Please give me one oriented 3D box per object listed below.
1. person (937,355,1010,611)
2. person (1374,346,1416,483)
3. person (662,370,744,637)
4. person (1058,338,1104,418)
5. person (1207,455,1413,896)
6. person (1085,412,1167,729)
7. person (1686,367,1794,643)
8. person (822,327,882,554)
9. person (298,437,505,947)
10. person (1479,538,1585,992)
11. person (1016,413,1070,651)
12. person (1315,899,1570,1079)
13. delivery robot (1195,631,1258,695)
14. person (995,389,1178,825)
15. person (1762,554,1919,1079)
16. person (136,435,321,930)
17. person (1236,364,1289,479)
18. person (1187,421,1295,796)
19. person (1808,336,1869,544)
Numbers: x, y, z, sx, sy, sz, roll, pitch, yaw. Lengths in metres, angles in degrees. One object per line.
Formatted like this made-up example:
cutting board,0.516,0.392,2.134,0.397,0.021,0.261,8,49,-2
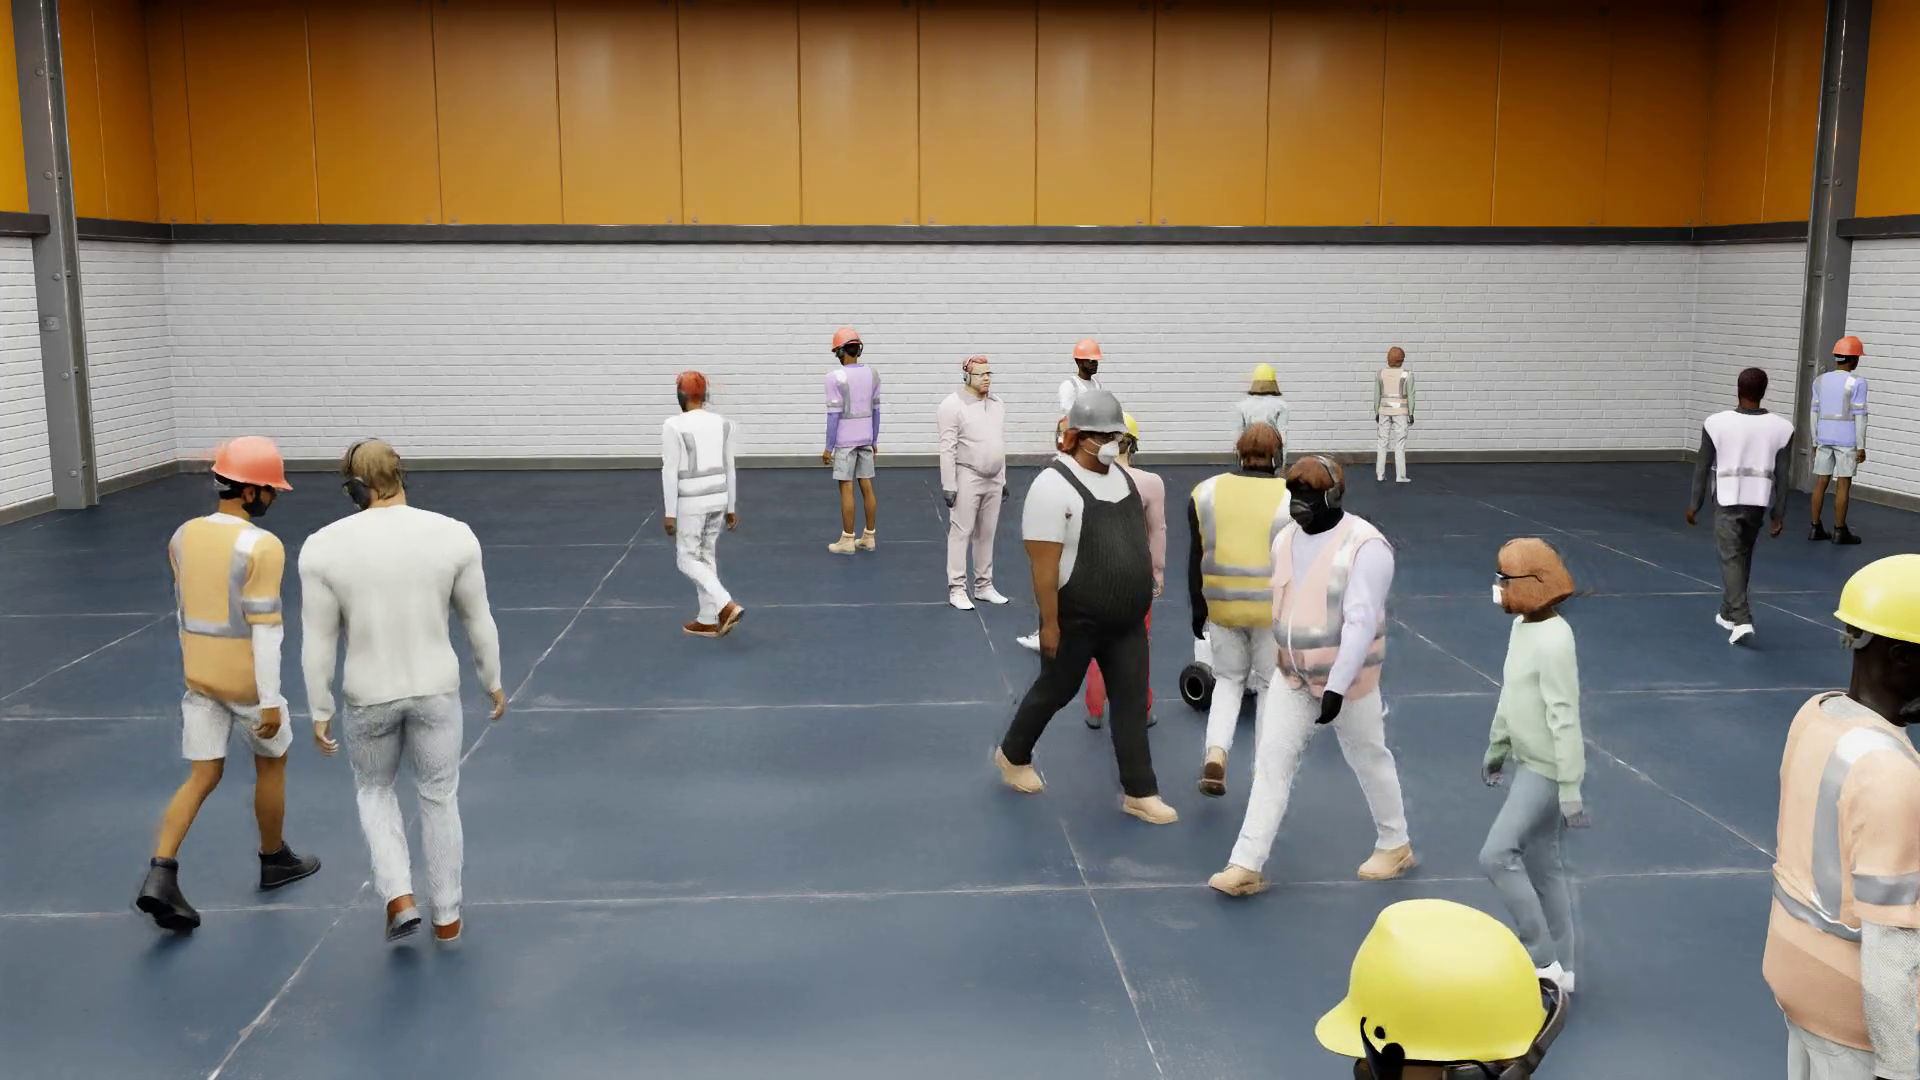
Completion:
person,0.132,-0.437,12.521,0.651,1.907,0.409,-9,12,-43
person,5.228,-1.503,20.035,0.515,1.645,0.308,7,11,36
person,-1.717,-0.222,11.313,0.605,1.860,0.615,8,12,40
person,1.115,-0.829,14.882,0.375,1.939,0.546,8,12,40
person,1.481,0.550,6.729,0.991,1.793,0.620,-7,11,-36
person,0.871,0.175,9.148,0.523,1.760,0.325,2,9,11
person,5.381,-0.248,11.432,0.594,1.880,0.963,1,9,6
person,-0.990,-0.887,14.953,0.605,2.033,0.391,-8,12,-43
person,-2.045,0.573,6.146,0.690,1.919,0.438,-3,10,-19
person,1.952,0.797,5.685,0.441,1.615,0.543,1,9,7
person,0.733,-0.057,11.126,0.869,1.579,0.524,-5,10,-28
person,0.590,1.297,2.082,0.330,1.765,0.533,0,9,3
delivery robot,1.685,0.673,9.490,0.477,0.478,0.707,-8,12,-40
person,0.561,0.256,7.754,0.691,2.000,0.988,-8,12,-41
person,1.933,0.980,3.572,0.369,1.924,0.586,2,9,11
person,-2.882,0.546,6.456,0.561,1.887,0.899,3,10,21
person,2.718,-0.711,14.875,0.495,1.698,0.867,5,10,27
person,1.366,0.356,7.796,0.648,1.825,0.520,4,10,26
person,8.206,-0.928,15.505,0.356,1.937,0.552,-4,10,-25
